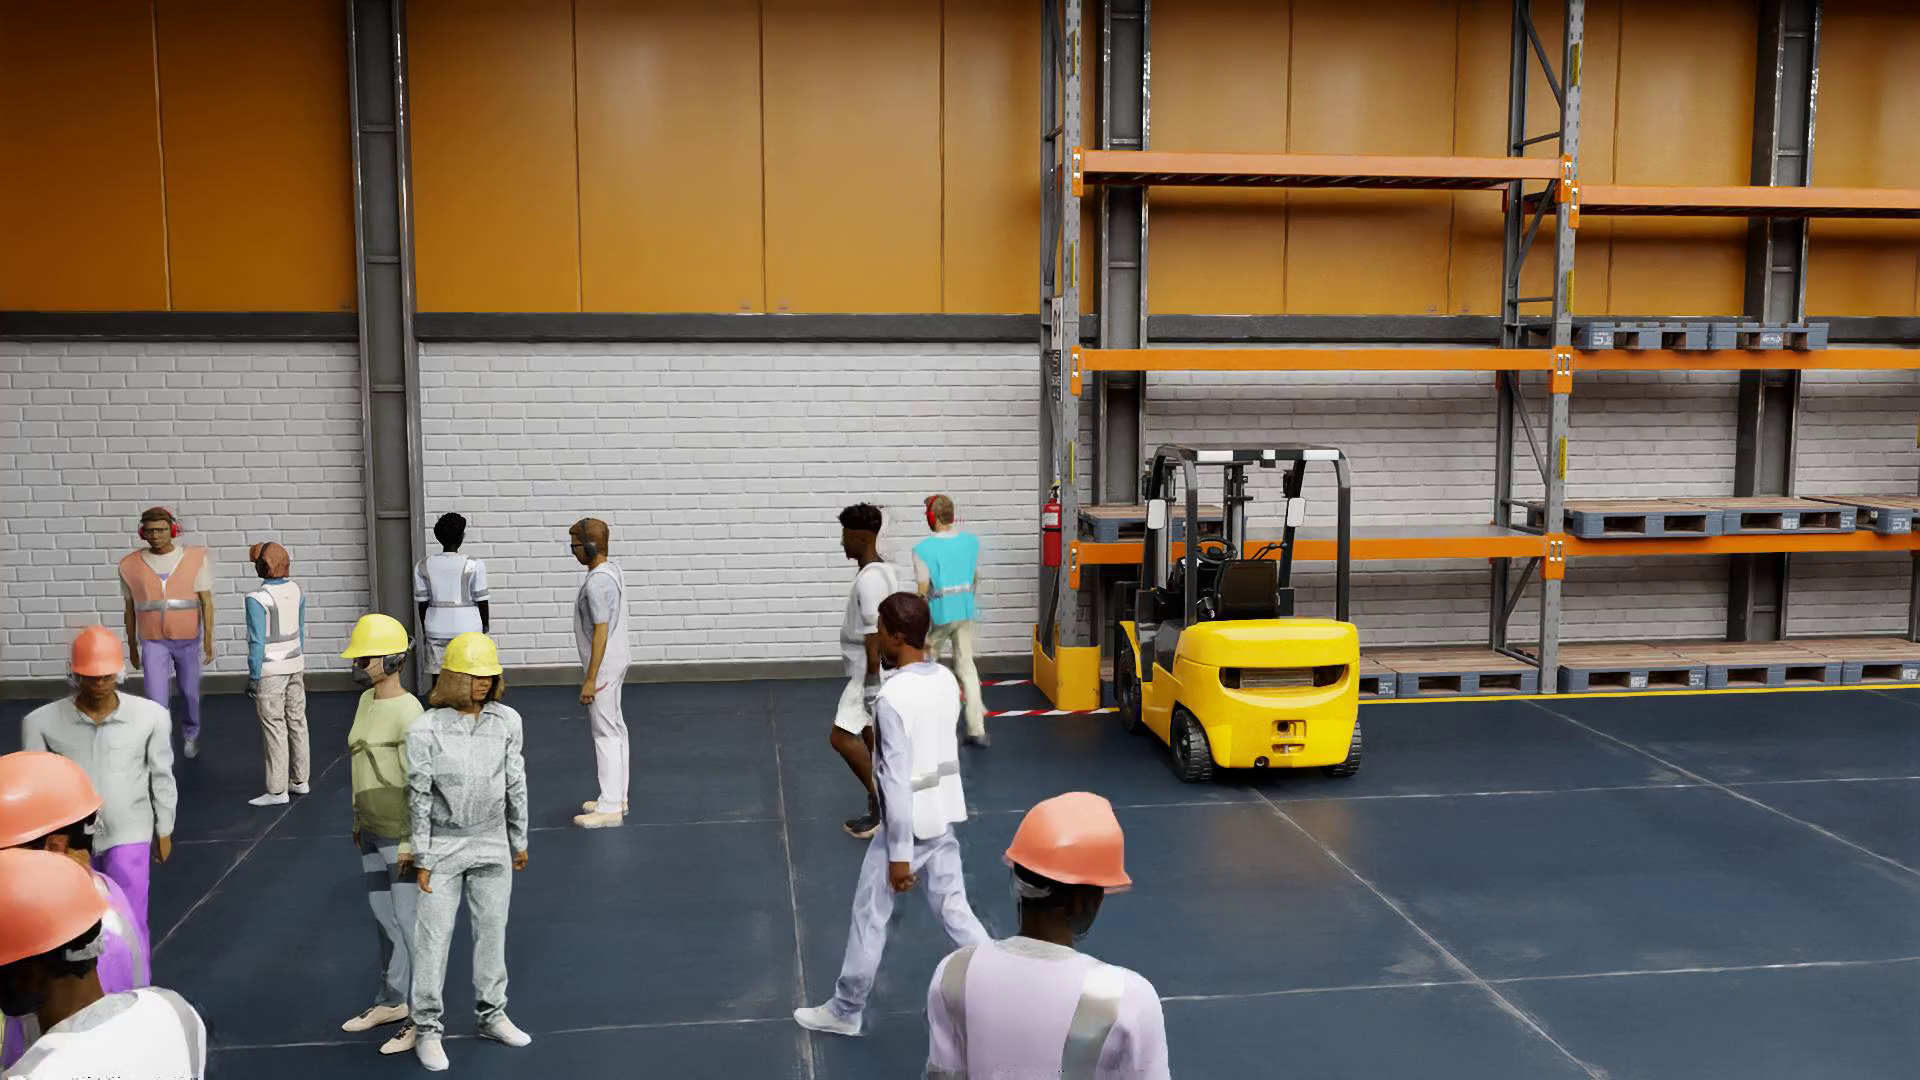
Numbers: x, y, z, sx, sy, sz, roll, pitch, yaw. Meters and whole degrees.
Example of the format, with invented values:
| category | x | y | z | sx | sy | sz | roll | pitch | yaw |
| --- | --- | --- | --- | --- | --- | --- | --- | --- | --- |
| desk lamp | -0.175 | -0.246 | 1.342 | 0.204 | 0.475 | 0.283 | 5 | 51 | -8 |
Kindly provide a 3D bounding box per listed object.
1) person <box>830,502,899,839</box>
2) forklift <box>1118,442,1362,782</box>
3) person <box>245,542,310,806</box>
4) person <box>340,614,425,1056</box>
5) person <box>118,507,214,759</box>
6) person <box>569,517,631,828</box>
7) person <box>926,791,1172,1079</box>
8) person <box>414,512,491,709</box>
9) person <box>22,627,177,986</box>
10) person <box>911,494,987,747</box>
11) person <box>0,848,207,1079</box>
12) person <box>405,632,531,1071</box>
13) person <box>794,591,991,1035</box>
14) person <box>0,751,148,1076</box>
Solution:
| category | x | y | z | sx | sy | sz | roll | pitch | yaw |
| --- | --- | --- | --- | --- | --- | --- | --- | --- | --- |
| person | -0.540 | 0.756 | 9.566 | 0.426 | 1.951 | 0.618 | 0 | 7 | 4 |
| forklift | 1.912 | 0.418 | 11.496 | 1.214 | 2.155 | 2.313 | -1 | 7 | -8 |
| person | -4.242 | 0.826 | 10.330 | 0.306 | 1.640 | 0.522 | 1 | 7 | 12 |
| person | -2.321 | 1.174 | 6.738 | 0.308 | 1.769 | 0.524 | -6 | 9 | -44 |
| person | -5.292 | 0.663 | 11.136 | 0.564 | 1.810 | 0.935 | -3 | 7 | -23 |
| person | -2.134 | 0.780 | 9.862 | 0.343 | 1.840 | 0.506 | 0 | 7 | 1 |
| person | 0.209 | 1.483 | 3.665 | 0.554 | 1.875 | 1.073 | 5 | 8 | 35 |
| person | -3.521 | 0.654 | 11.592 | 0.535 | 1.697 | 0.318 | 0 | 7 | 4 |
| person | -3.535 | 1.192 | 6.842 | 0.569 | 1.706 | 0.891 | -3 | 7 | -23 |
| person | -0.113 | 0.569 | 11.929 | 0.577 | 1.799 | 0.935 | -4 | 7 | -28 |
| person | -1.656 | 1.504 | 3.189 | 0.527 | 1.909 | 0.636 | 1 | 7 | 9 |
| person | -1.935 | 1.213 | 6.574 | 0.496 | 1.732 | 0.383 | -6 | 9 | -42 |
| person | -0.169 | 1.132 | 6.691 | 1.016 | 1.871 | 0.611 | 3 | 7 | 27 |
| person | -2.048 | 1.426 | 3.830 | 0.372 | 1.928 | 0.543 | -4 | 8 | -34 |
